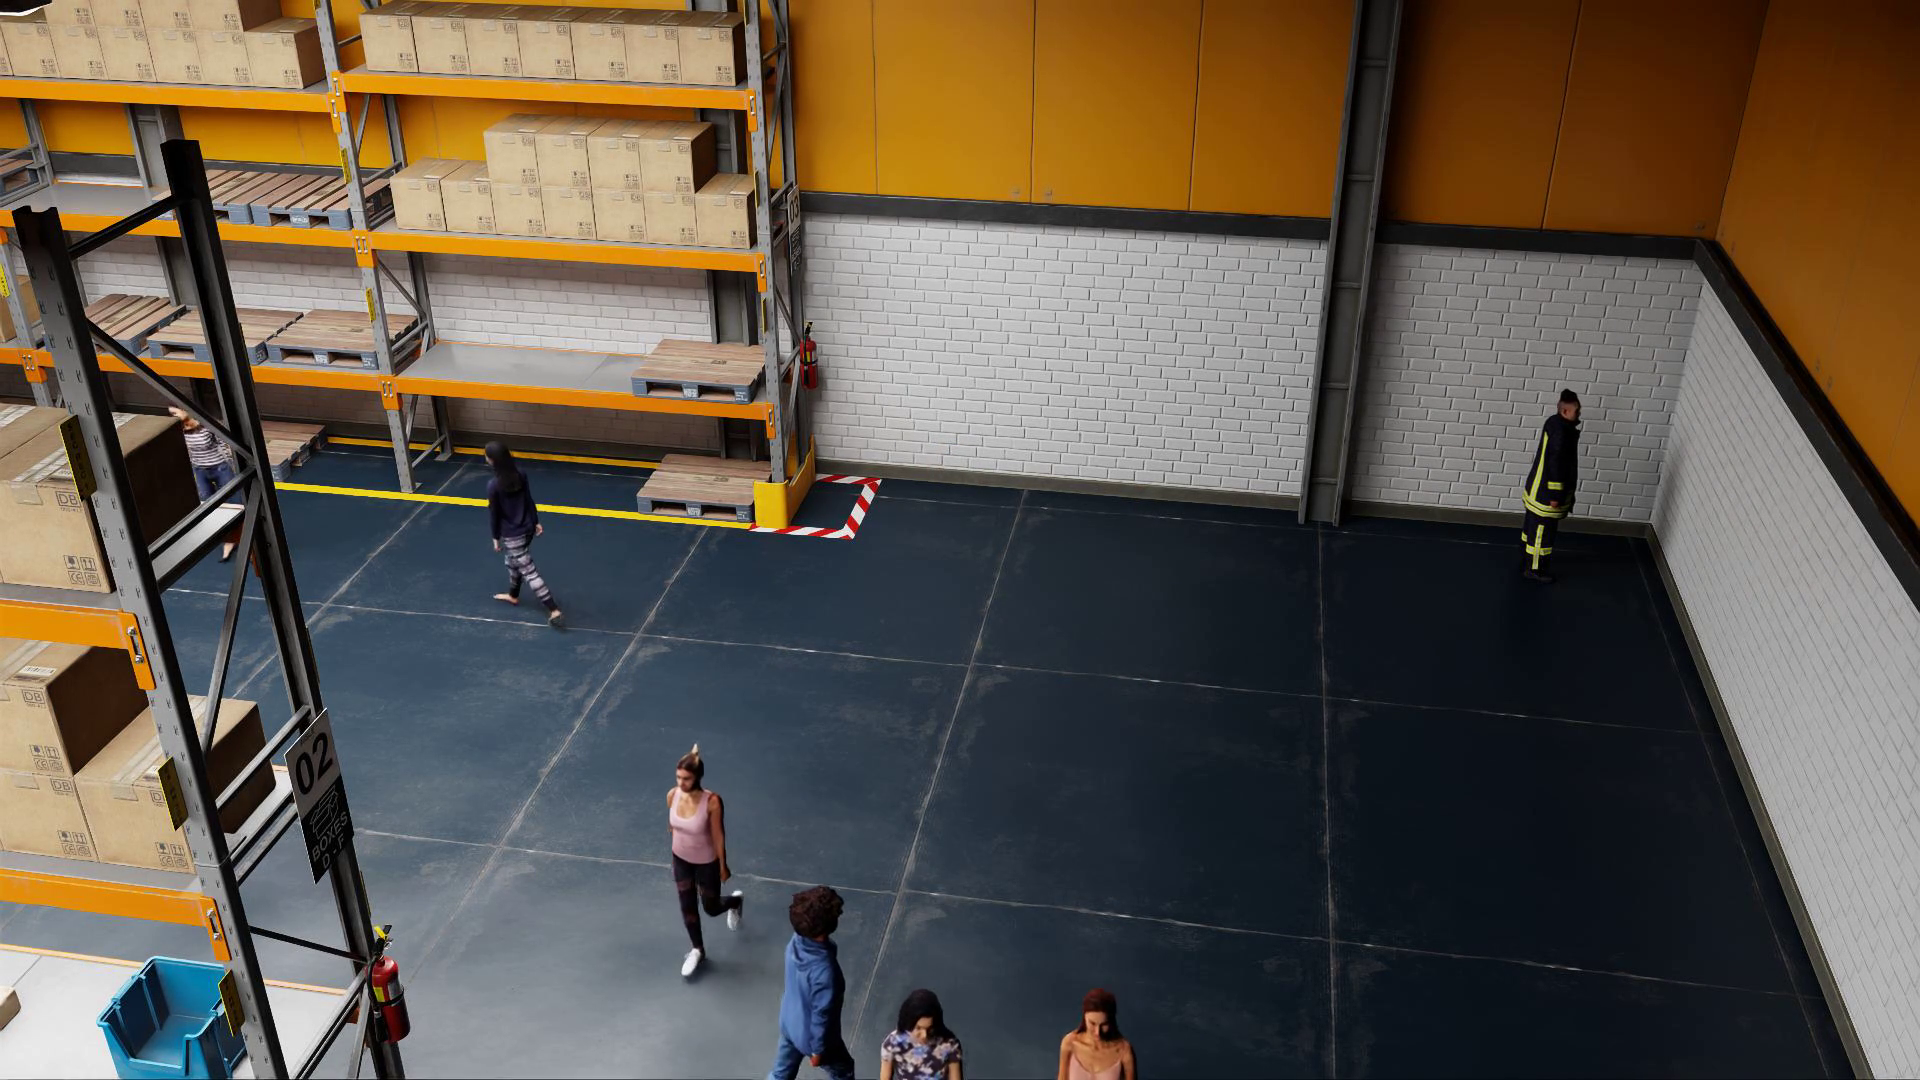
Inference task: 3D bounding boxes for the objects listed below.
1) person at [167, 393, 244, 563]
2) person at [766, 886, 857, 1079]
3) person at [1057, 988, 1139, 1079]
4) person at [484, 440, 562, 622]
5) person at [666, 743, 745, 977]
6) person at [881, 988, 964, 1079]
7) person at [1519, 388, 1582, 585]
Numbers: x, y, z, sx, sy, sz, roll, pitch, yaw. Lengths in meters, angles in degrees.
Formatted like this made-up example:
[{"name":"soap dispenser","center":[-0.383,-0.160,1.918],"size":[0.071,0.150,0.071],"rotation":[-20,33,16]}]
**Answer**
[{"name":"person","center":[-6.915,-0.588,15.560],"size":[0.612,1.774,0.859],"rotation":[-8,30,-15]},{"name":"person","center":[-0.916,2.774,9.409],"size":[1.251,1.762,1.138],"rotation":[-15,32,-25]},{"name":"person","center":[0.737,3.048,8.850],"size":[0.859,1.816,0.685],"rotation":[7,29,13]},{"name":"person","center":[-3.838,-0.047,14.655],"size":[1.175,1.691,0.892],"rotation":[17,33,28]},{"name":"person","center":[-1.681,2.048,10.880],"size":[0.852,1.627,0.720],"rotation":[11,30,19]},{"name":"person","center":[-0.187,3.050,8.969],"size":[1.088,1.698,0.878],"rotation":[-4,29,-7]},{"name":"person","center":[5.461,-0.539,15.372],"size":[0.668,1.868,0.735],"rotation":[6,29,10]}]
